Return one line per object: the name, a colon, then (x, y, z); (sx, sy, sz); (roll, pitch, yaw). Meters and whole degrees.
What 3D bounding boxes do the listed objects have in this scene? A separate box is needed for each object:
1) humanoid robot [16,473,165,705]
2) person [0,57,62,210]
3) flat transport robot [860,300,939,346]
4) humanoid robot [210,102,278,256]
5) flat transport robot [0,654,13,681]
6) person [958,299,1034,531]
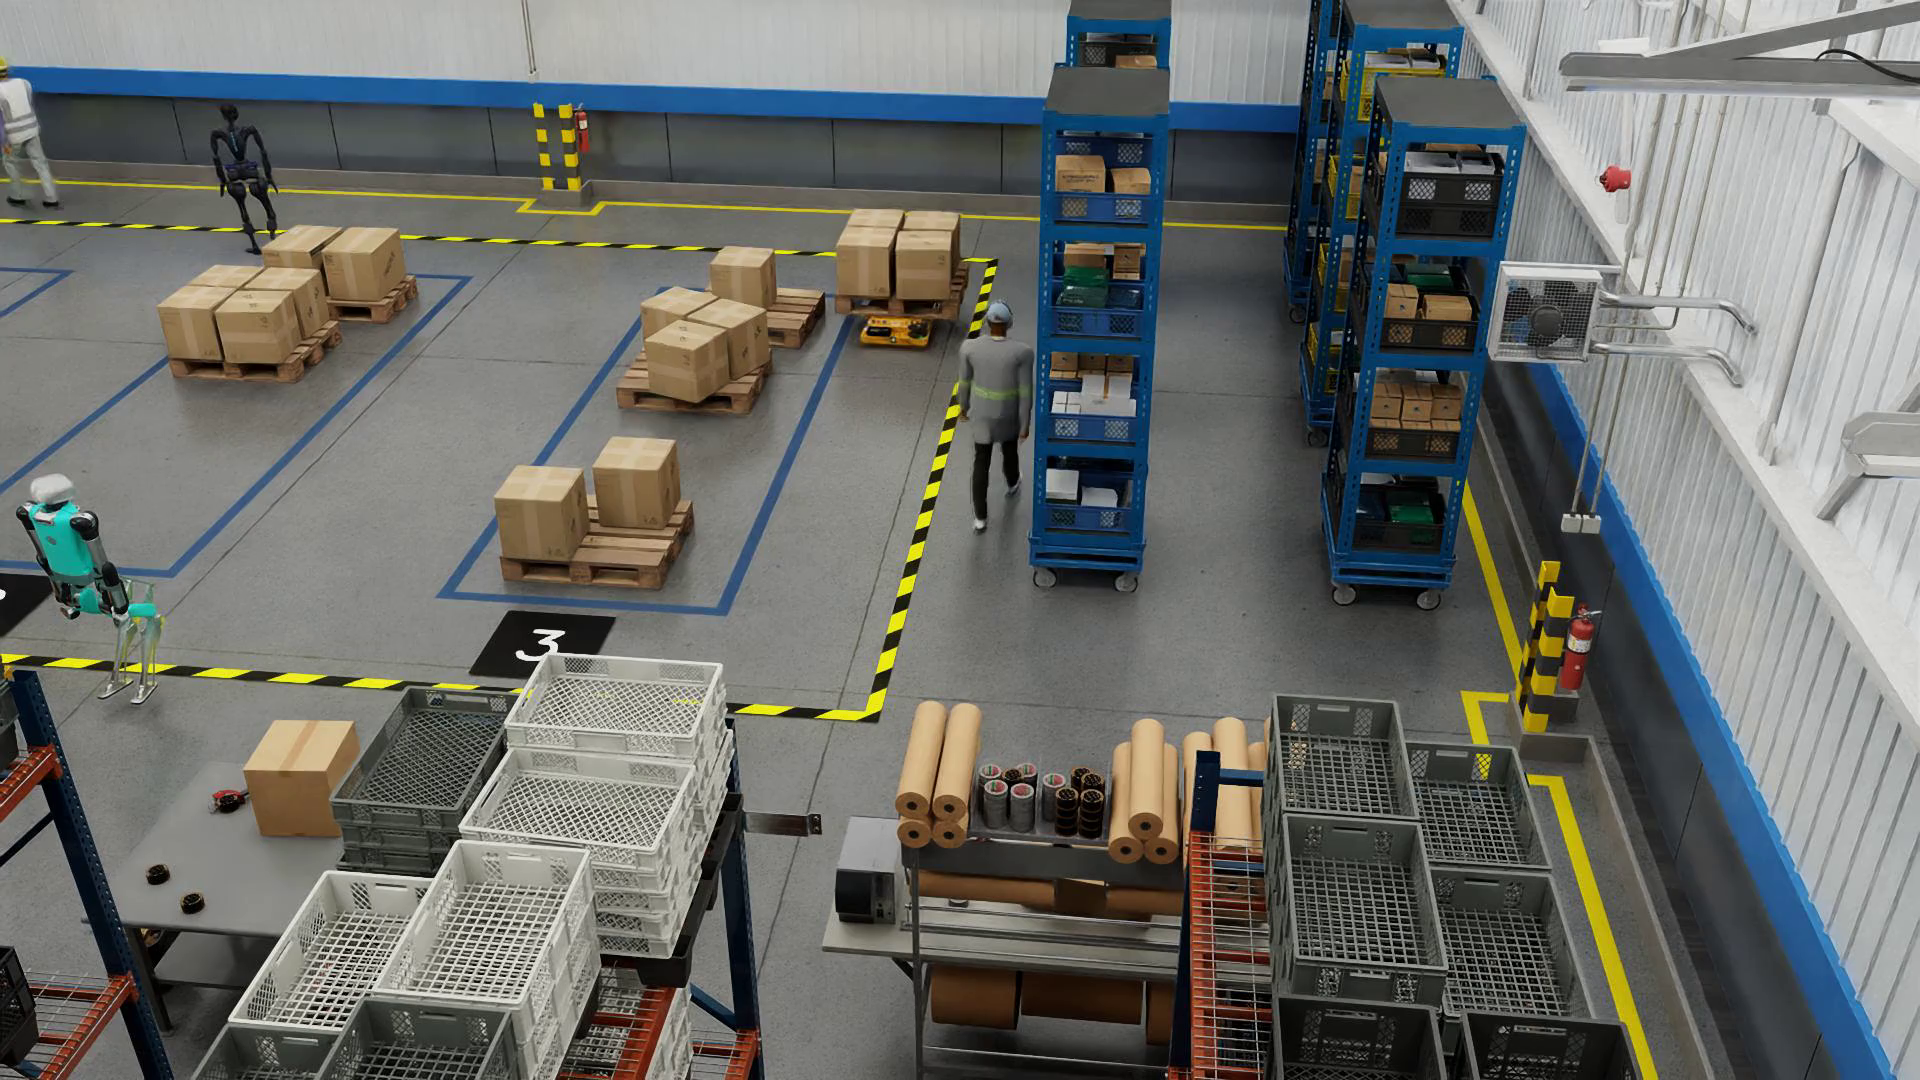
humanoid robot: (-5.443, 0.253, 10.646); (0.533, 1.677, 0.735); (8, 31, 14)
person: (-10.961, -4.725, 19.267); (0.821, 1.801, 0.607); (16, 34, 26)
flat transport robot: (-0.564, -2.322, 16.634); (0.652, 0.197, 1.431); (3, 30, 6)
humanoid robot: (-7.704, -3.874, 17.933); (0.615, 1.648, 0.452); (-6, 31, -11)
flat transport robot: (-7.142, 0.969, 11.010); (1.431, 0.231, 0.659); (3, 30, 6)
person: (0.279, -1.032, 12.925); (0.602, 1.797, 0.940); (4, 30, 7)
